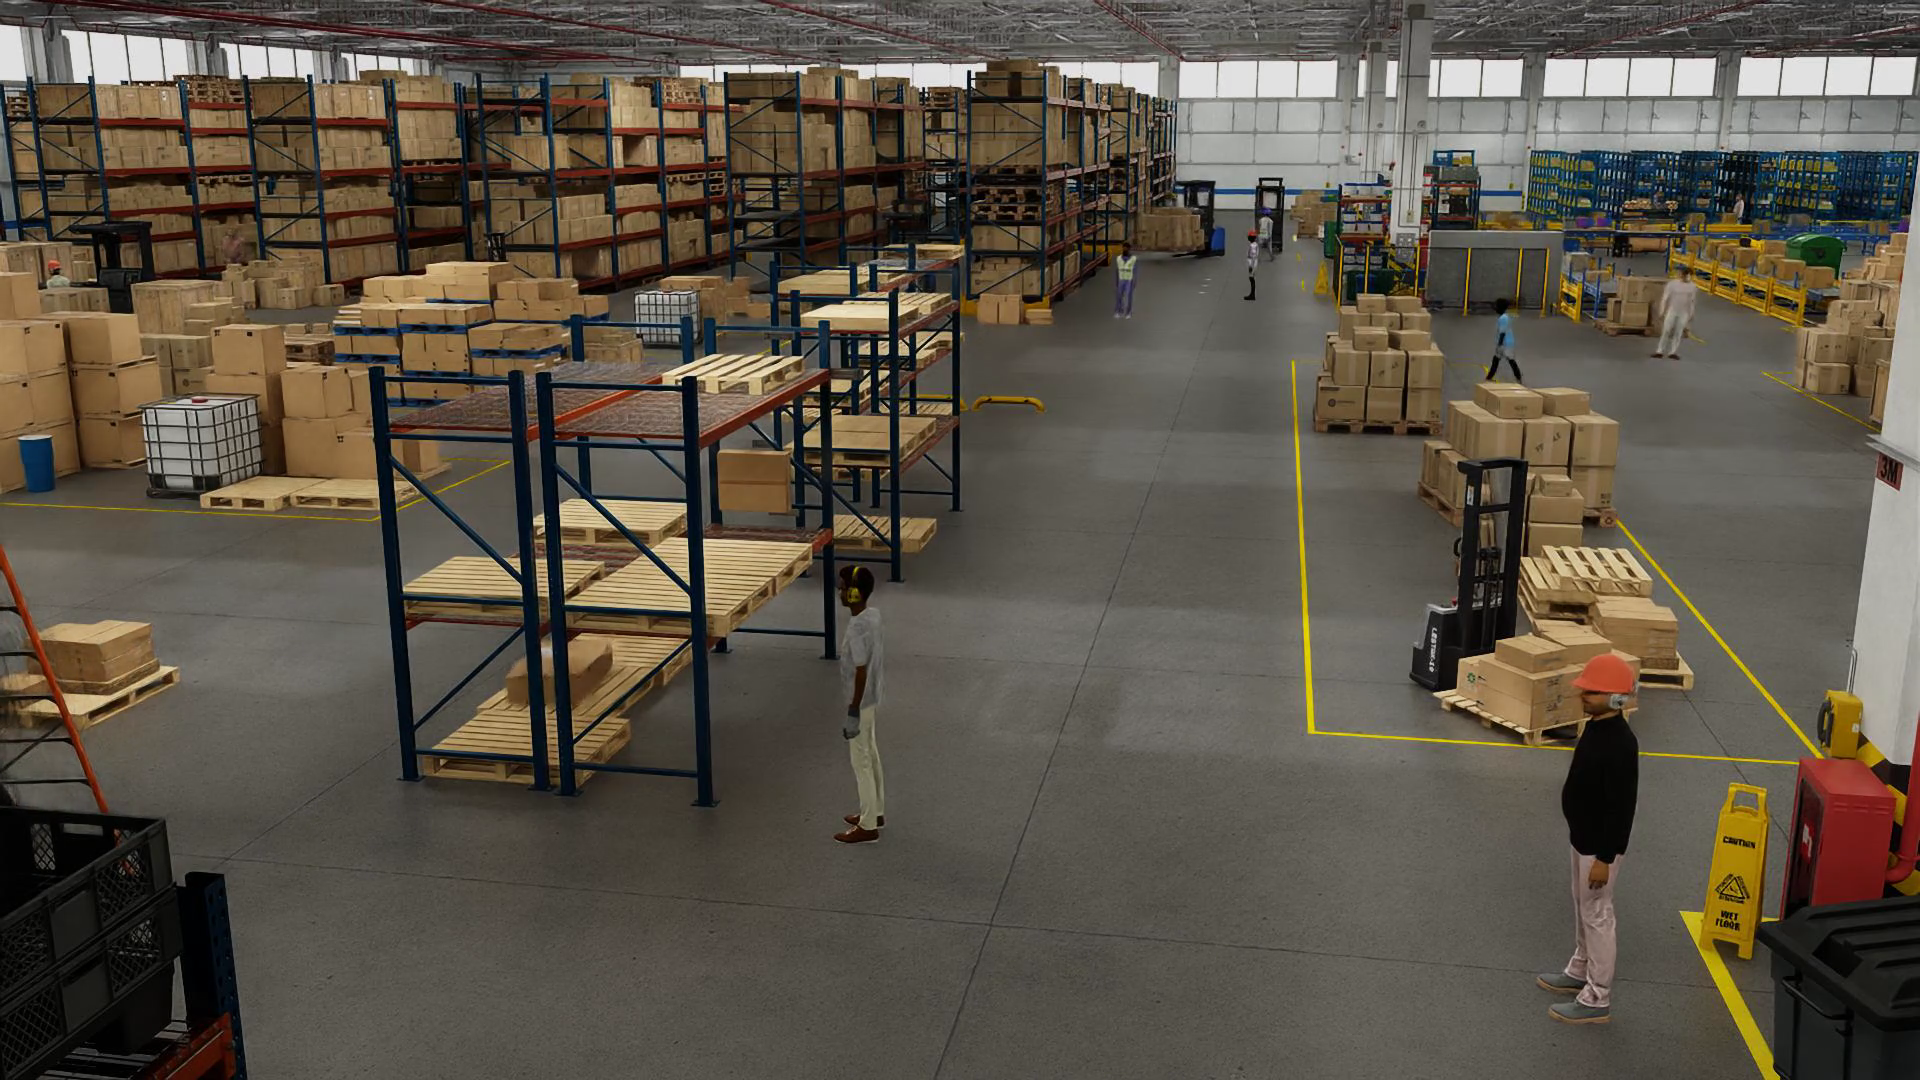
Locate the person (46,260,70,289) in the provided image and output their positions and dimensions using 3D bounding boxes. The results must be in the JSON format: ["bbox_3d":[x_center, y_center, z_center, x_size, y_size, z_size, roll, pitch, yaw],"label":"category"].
[{"bbox_3d":[-18.656,-4.789,34.468,0.385,1.993,0.624,2,14,10],"label":"person"}]

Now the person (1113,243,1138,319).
[{"bbox_3d":[4.100,-6.424,41.342,0.595,1.889,0.851,6,15,23],"label":"person"}]

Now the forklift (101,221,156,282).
[{"bbox_3d":[-16.772,-5.071,33.793,1.129,2.768,1.873,3,14,10],"label":"forklift"}]

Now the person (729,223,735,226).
[{"bbox_3d":[-9.109,-12.277,65.135,0.870,1.877,0.650,2,14,10],"label":"person"}]

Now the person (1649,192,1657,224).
[{"bbox_3d":[33.541,-16.081,80.741,0.697,1.809,0.599,0,14,2],"label":"person"}]

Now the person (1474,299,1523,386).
[{"bbox_3d":[9.853,-3.546,30.146,0.852,1.636,0.543,3,14,11],"label":"person"}]

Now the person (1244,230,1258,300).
[{"bbox_3d":[8.054,-7.612,46.049,0.362,1.936,0.552,2,14,10],"label":"person"}]

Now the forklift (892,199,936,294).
[{"bbox_3d":[-1.313,-7.638,44.213,1.129,2.768,1.873,3,14,10],"label":"forklift"}]

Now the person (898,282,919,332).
[{"bbox_3d":[-1.211,-5.053,35.689,0.921,1.915,0.622,10,17,36],"label":"person"}]

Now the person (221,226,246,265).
[{"bbox_3d":[-21.386,-8.307,49.007,0.691,1.875,0.695,-2,14,-10],"label":"person"}]

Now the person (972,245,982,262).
[{"bbox_3d":[0.725,-9.976,56.256,0.542,1.628,0.878,10,17,34],"label":"person"}]

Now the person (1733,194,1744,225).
[{"bbox_3d":[33.953,-14.144,72.632,0.408,1.906,0.653,2,14,10],"label":"person"}]

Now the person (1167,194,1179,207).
[{"bbox_3d":[9.784,-15.016,76.455,0.432,1.782,0.662,-12,18,-39],"label":"person"}]

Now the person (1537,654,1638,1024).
[{"bbox_3d":[3.305,1.554,8.724,0.399,1.991,0.625,2,14,10],"label":"person"}]

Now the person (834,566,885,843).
[{"bbox_3d":[-0.666,1.074,10.923,0.314,1.869,0.535,2,14,10],"label":"person"}]

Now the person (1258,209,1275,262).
[{"bbox_3d":[10.877,-10.839,59.256,0.604,1.901,1.034,13,19,41],"label":"person"}]

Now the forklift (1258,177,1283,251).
[{"bbox_3d":[12.083,-12.747,64.956,1.129,2.768,1.873,3,14,10],"label":"forklift"}]

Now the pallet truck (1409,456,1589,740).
[{"bbox_3d":[4.504,0.400,13.395,0.823,1.965,1.885,-6,15,-23],"label":"pallet truck"}]

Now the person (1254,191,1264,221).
[{"bbox_3d":[15.586,-17.486,86.324,0.691,1.867,0.663,9,17,33],"label":"person"}]

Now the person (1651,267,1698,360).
[{"bbox_3d":[14.658,-4.626,34.020,0.734,1.908,0.352,2,14,10],"label":"person"}]

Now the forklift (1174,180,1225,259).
[{"bbox_3d":[8.894,-11.824,61.210,1.129,2.768,1.873,11,18,38],"label":"forklift"}]

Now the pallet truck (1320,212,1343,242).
[{"bbox_3d":[15.874,-13.227,70.310,0.680,1.201,1.601,10,17,35],"label":"pallet truck"}]

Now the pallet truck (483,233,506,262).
[{"bbox_3d":[-11.832,-7.026,43.548,1.885,1.965,0.823,8,16,28],"label":"pallet truck"}]

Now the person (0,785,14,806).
[{"bbox_3d":[-6.472,1.196,10.567,0.885,1.800,0.529,-3,14,-12],"label":"person"}]

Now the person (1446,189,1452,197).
[{"bbox_3d":[24.368,-16.703,83.389,0.799,1.715,0.583,-7,15,-26],"label":"person"}]
